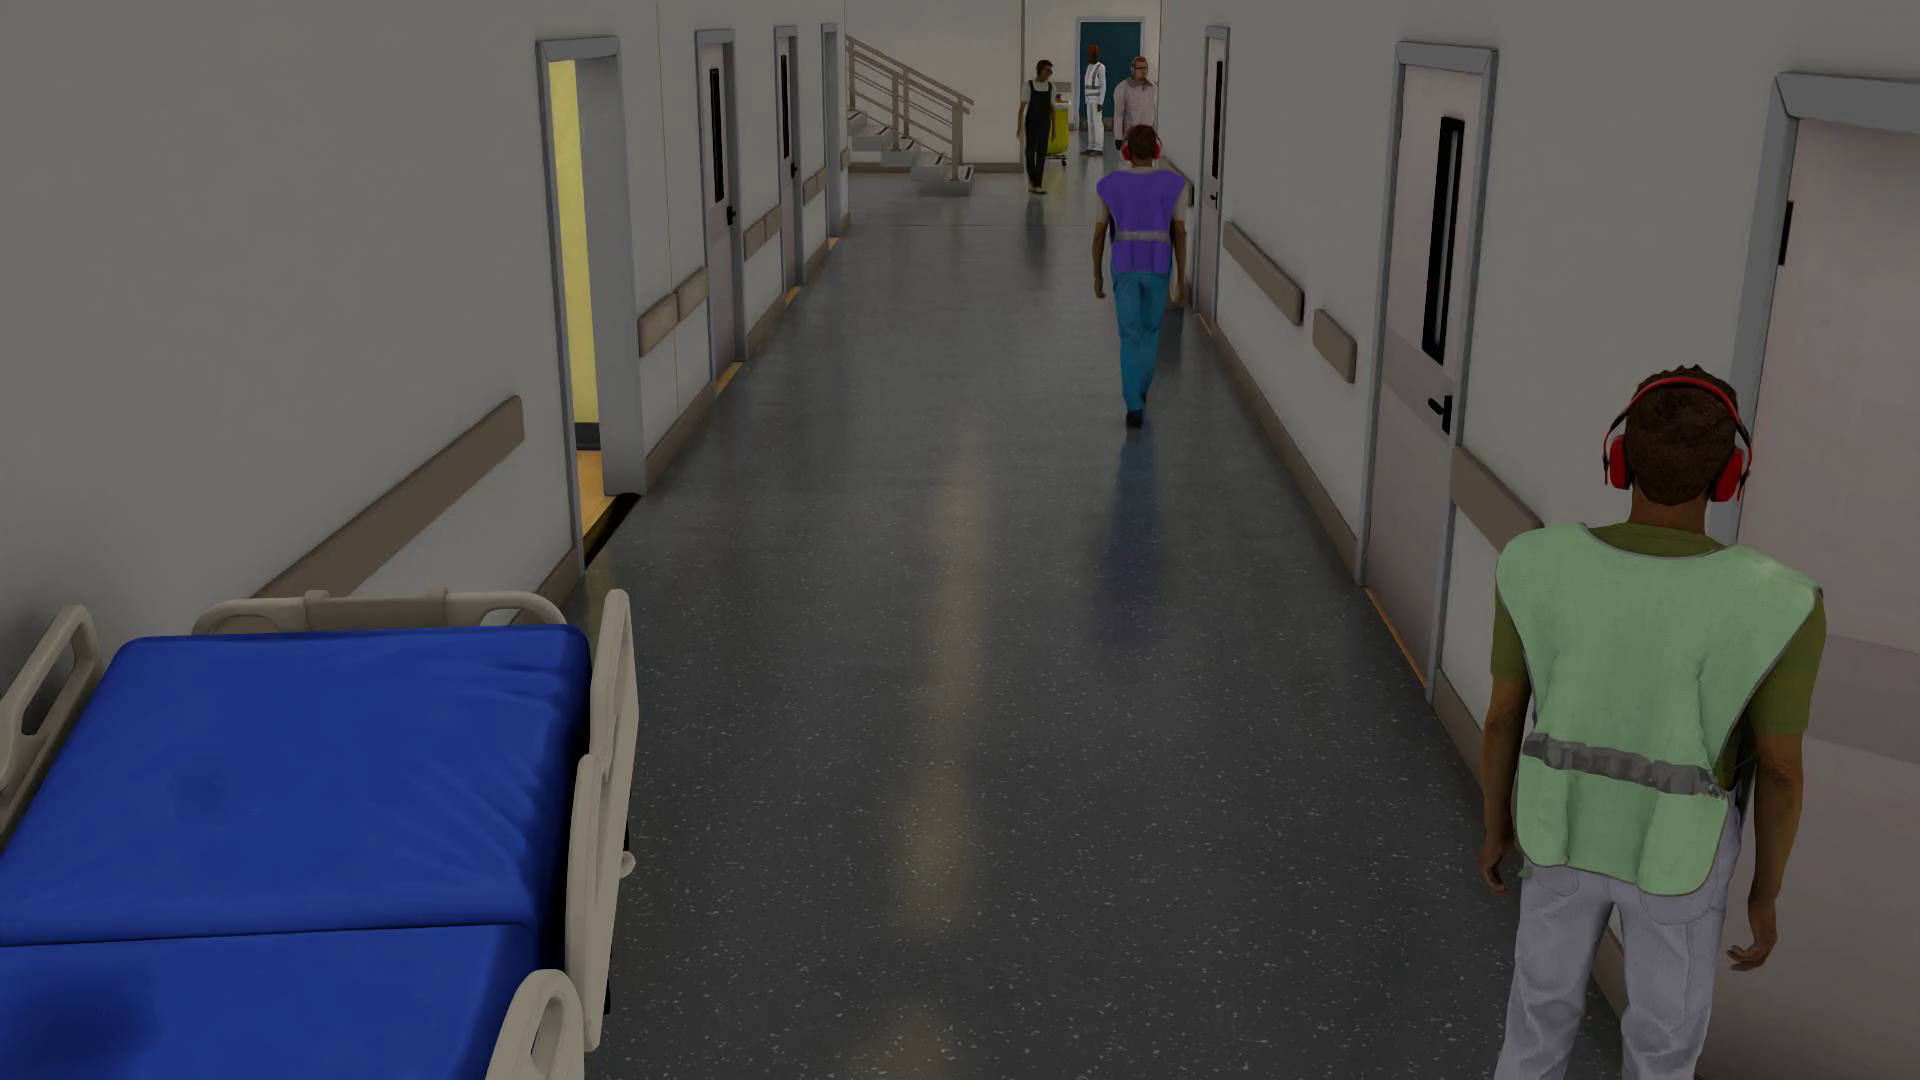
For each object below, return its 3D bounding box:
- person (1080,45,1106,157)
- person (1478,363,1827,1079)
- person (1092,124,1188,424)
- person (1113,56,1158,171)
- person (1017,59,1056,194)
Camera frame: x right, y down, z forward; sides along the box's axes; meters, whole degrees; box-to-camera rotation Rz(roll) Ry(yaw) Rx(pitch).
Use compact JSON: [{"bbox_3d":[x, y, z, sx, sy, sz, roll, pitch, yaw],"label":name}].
[{"bbox_3d":[2.332,-7.625,28.912,0.337,1.882,0.583,-7,19,-21],"label":"person"},{"bbox_3d":[1.247,0.597,3.131,0.565,1.849,0.388,11,21,31],"label":"person"},{"bbox_3d":[1.106,-1.654,10.312,0.576,1.785,0.991,1,18,2],"label":"person"},{"bbox_3d":[2.228,-5.075,20.863,0.651,1.906,0.403,-10,20,-28],"label":"person"},{"bbox_3d":[1.056,-5.715,23.017,0.574,1.829,0.505,-4,18,-11],"label":"person"}]
